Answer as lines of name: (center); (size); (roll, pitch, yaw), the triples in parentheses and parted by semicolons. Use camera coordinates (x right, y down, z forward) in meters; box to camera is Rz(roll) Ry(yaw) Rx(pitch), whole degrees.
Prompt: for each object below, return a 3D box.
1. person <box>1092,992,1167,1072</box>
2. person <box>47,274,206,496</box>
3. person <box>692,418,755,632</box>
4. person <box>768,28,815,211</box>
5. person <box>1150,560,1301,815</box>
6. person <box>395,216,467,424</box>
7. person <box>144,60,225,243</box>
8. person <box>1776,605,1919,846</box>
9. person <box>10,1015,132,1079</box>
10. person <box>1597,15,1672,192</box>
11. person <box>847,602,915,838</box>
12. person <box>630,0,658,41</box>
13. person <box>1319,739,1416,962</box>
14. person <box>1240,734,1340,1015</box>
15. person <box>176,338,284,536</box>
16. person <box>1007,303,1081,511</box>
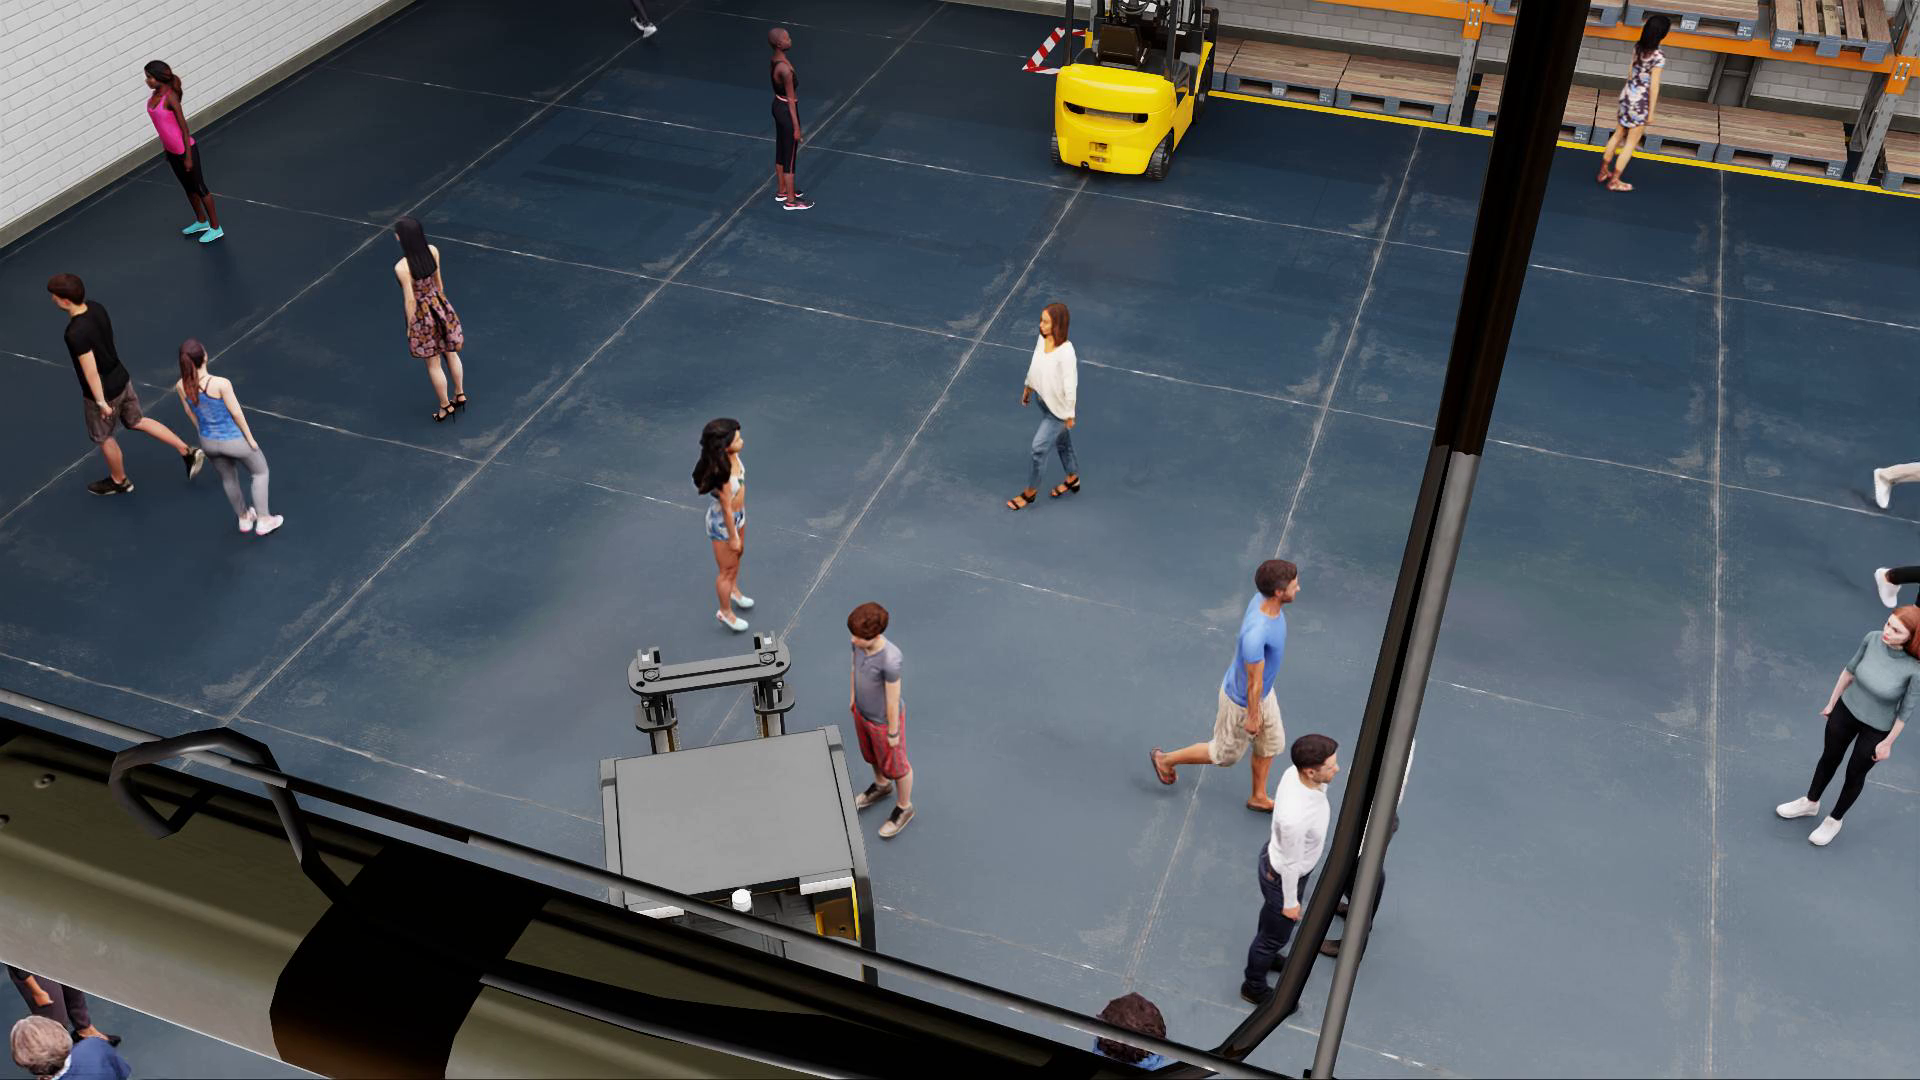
person: (0.825, 2.586, 7.510); (1.154, 1.777, 1.005); (-5, 39, -7)
person: (-6.120, -1.123, 12.106); (1.208, 1.838, 0.919); (-1, 39, -1)
person: (-1.541, -0.111, 11.014); (0.647, 1.618, 0.631); (2, 39, 3)
person: (-1.667, -4.002, 15.775); (0.716, 1.758, 0.658); (-16, 41, -19)
person: (1.579, 0.872, 9.610); (1.125, 1.835, 0.665); (15, 41, 18)
person: (-4.116, -1.711, 12.892); (0.691, 1.775, 0.686); (17, 42, 20)
person: (-7.149, -3.582, 15.277); (0.584, 1.723, 0.682); (26, 46, 29)
person: (5.141, 1.047, 9.465); (0.717, 1.742, 0.660); (-16, 41, -19)
person: (-3.660, 2.735, 7.283); (1.215, 1.827, 0.738); (17, 42, 20)
person: (6.522, -4.217, 16.064); (0.678, 1.733, 0.652); (-11, 40, -13)
person: (-0.456, 1.001, 9.600); (0.728, 1.645, 0.630); (-25, 45, -28)
person: (-3.696, -6.624, 19.035); (0.979, 1.787, 1.131); (-27, 46, -29)
person: (2.171, 1.519, 8.773); (0.601, 1.868, 0.689); (20, 43, 24)
person: (1.679, 1.689, 8.564); (0.575, 1.863, 0.601); (12, 40, 15)
person: (-5.208, -0.683, 11.742); (0.613, 1.605, 0.733); (4, 39, 5)
person: (0.769, -0.995, 12.088); (0.973, 1.660, 0.897); (-12, 40, -15)
